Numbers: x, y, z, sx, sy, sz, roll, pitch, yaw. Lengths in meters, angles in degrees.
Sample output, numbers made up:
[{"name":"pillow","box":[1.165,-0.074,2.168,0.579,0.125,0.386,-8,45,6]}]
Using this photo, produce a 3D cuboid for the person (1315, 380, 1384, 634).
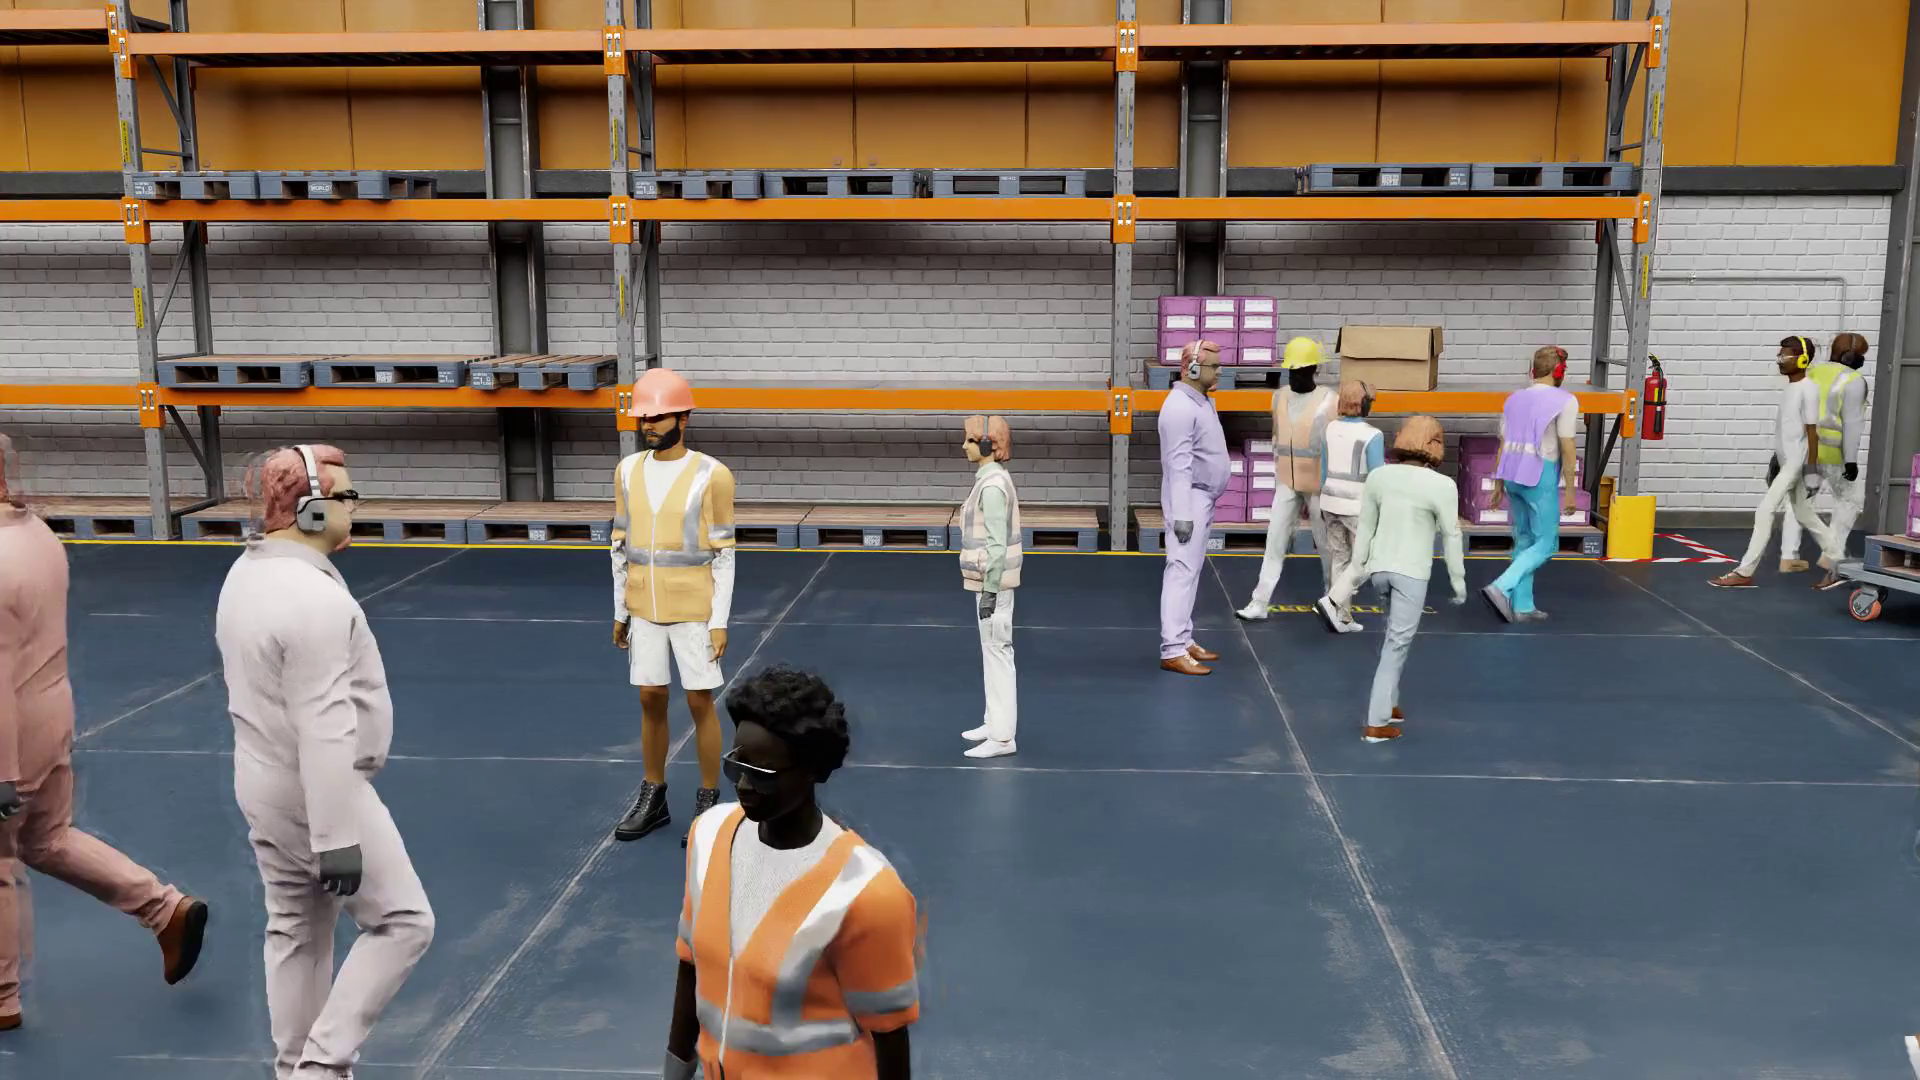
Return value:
[{"name":"person","box":[2.384,-0.181,10.330,0.483,1.620,0.519,-7,12,-34]}]

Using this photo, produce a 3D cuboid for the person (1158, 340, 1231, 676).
[{"name":"person","box":[1.350,-0.193,9.568,0.403,1.904,0.652,3,10,16]}]

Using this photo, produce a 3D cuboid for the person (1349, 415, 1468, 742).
[{"name":"person","box":[2.205,0.184,8.221,0.595,1.597,0.527,-7,12,-37]}]

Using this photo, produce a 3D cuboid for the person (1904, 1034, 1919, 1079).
[{"name":"person","box":[2.910,0.725,4.345,0.701,1.856,0.523,0,10,2]}]

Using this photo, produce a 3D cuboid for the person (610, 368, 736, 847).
[{"name":"person","box":[-1.171,0.277,6.721,0.545,1.938,0.360,3,10,19]}]

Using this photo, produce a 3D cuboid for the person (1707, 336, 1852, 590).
[{"name":"person","box":[5.947,-0.542,11.842,0.982,1.829,0.527,2,10,13]}]

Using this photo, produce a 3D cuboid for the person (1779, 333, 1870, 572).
[{"name":"person","box":[6.515,-0.639,12.441,0.676,1.805,0.763,-2,10,-12]}]

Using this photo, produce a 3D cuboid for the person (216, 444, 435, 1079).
[{"name":"person","box":[-1.689,0.687,4.442,0.435,1.890,0.677,-8,13,-39]}]

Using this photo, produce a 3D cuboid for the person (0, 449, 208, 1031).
[{"name":"person","box":[-2.814,0.590,5.064,0.766,1.881,0.640,-2,10,-11]}]

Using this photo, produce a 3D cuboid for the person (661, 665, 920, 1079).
[{"name":"person","box":[-0.263,1.025,3.150,0.521,1.671,0.829,9,13,42]}]

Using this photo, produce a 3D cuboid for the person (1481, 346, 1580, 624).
[{"name":"person","box":[3.629,-0.336,10.681,0.637,1.810,0.586,-4,11,-24]}]

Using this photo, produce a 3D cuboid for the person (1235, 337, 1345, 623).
[{"name":"person","box":[2.238,-0.391,10.858,1.015,1.860,0.589,-9,13,-43]}]

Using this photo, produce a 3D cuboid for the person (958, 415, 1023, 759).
[{"name":"person","box":[0.144,0.219,7.933,0.309,1.638,0.522,0,10,0]}]
